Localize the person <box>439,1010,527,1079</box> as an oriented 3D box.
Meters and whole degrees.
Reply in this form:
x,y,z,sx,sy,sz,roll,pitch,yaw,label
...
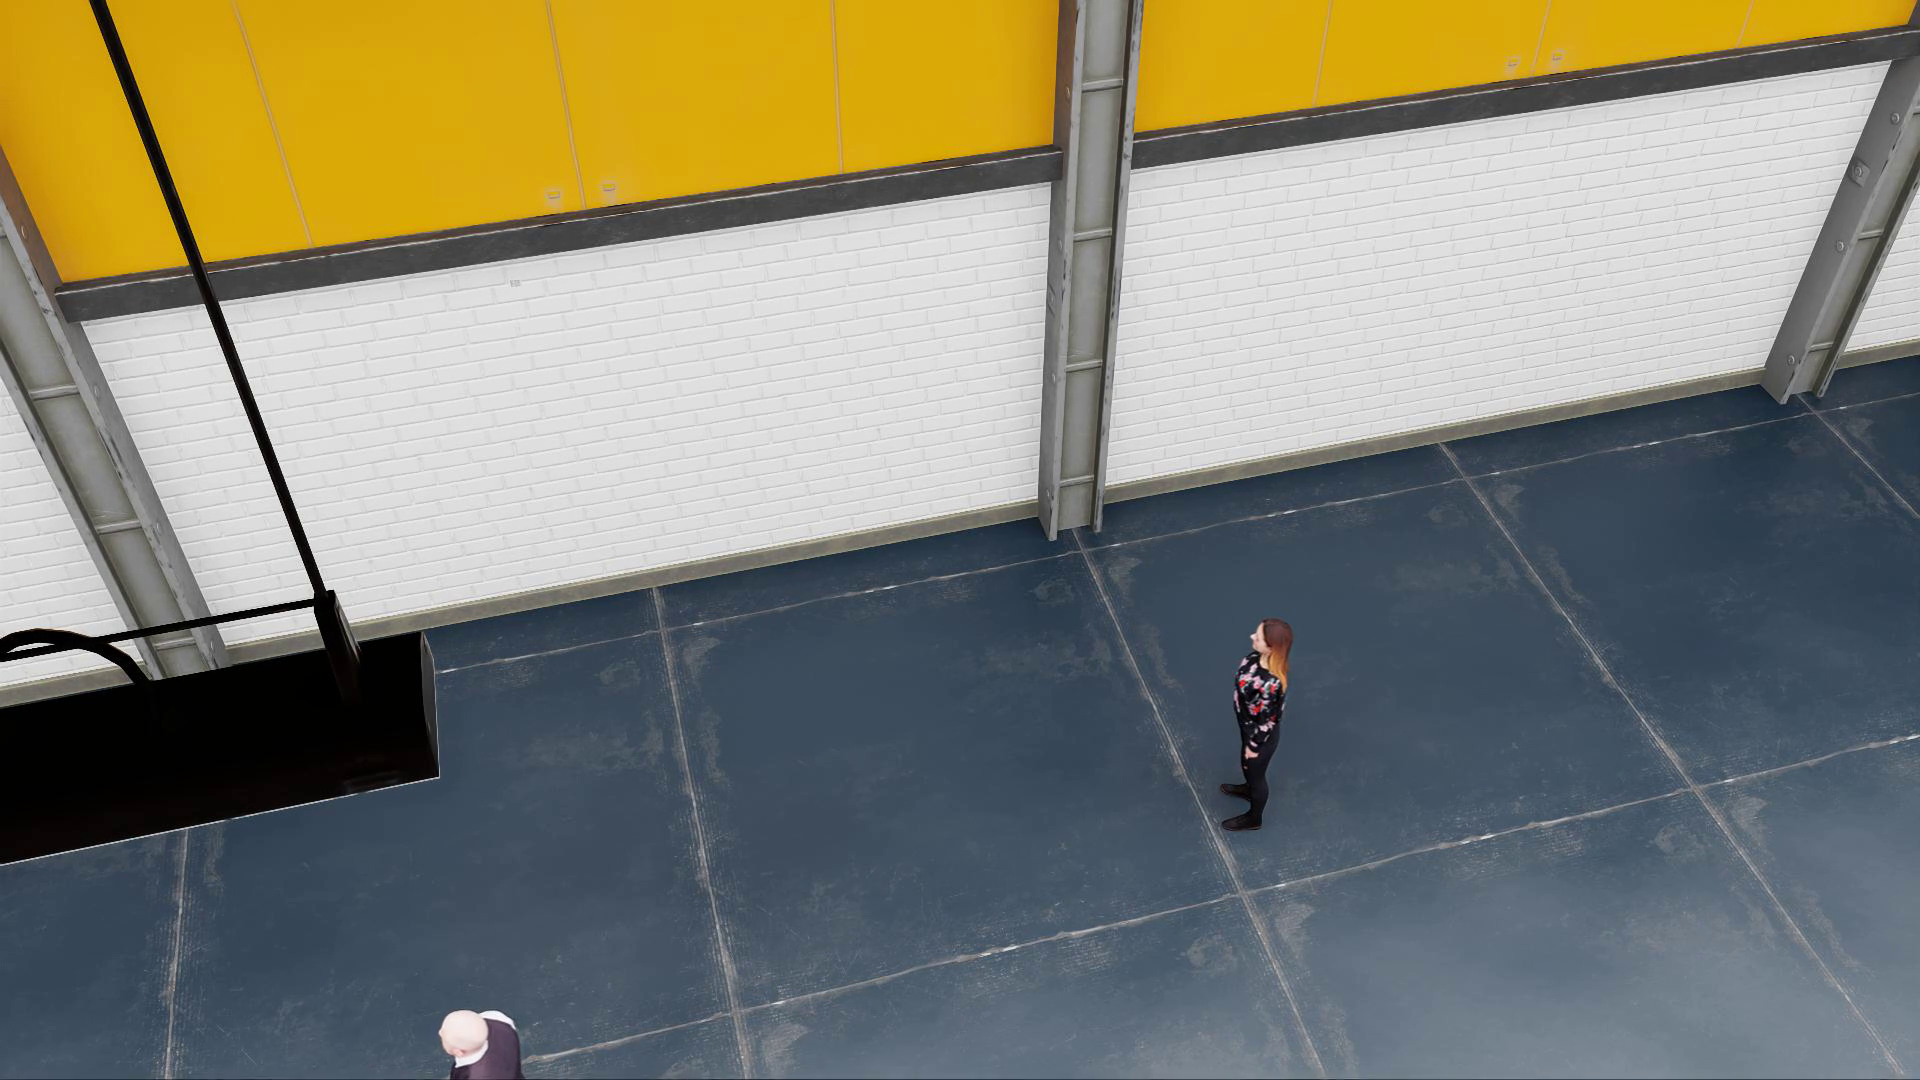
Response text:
x,y,z,sx,sy,sz,roll,pitch,yaw,label
-2.135,2.714,7.749,0.663,1.822,0.744,-1,44,-1,person

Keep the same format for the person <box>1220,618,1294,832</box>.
x,y,z,sx,sy,sz,roll,pitch,yaw,label
1.727,1.060,9.587,0.626,1.683,0.646,5,44,5,person
